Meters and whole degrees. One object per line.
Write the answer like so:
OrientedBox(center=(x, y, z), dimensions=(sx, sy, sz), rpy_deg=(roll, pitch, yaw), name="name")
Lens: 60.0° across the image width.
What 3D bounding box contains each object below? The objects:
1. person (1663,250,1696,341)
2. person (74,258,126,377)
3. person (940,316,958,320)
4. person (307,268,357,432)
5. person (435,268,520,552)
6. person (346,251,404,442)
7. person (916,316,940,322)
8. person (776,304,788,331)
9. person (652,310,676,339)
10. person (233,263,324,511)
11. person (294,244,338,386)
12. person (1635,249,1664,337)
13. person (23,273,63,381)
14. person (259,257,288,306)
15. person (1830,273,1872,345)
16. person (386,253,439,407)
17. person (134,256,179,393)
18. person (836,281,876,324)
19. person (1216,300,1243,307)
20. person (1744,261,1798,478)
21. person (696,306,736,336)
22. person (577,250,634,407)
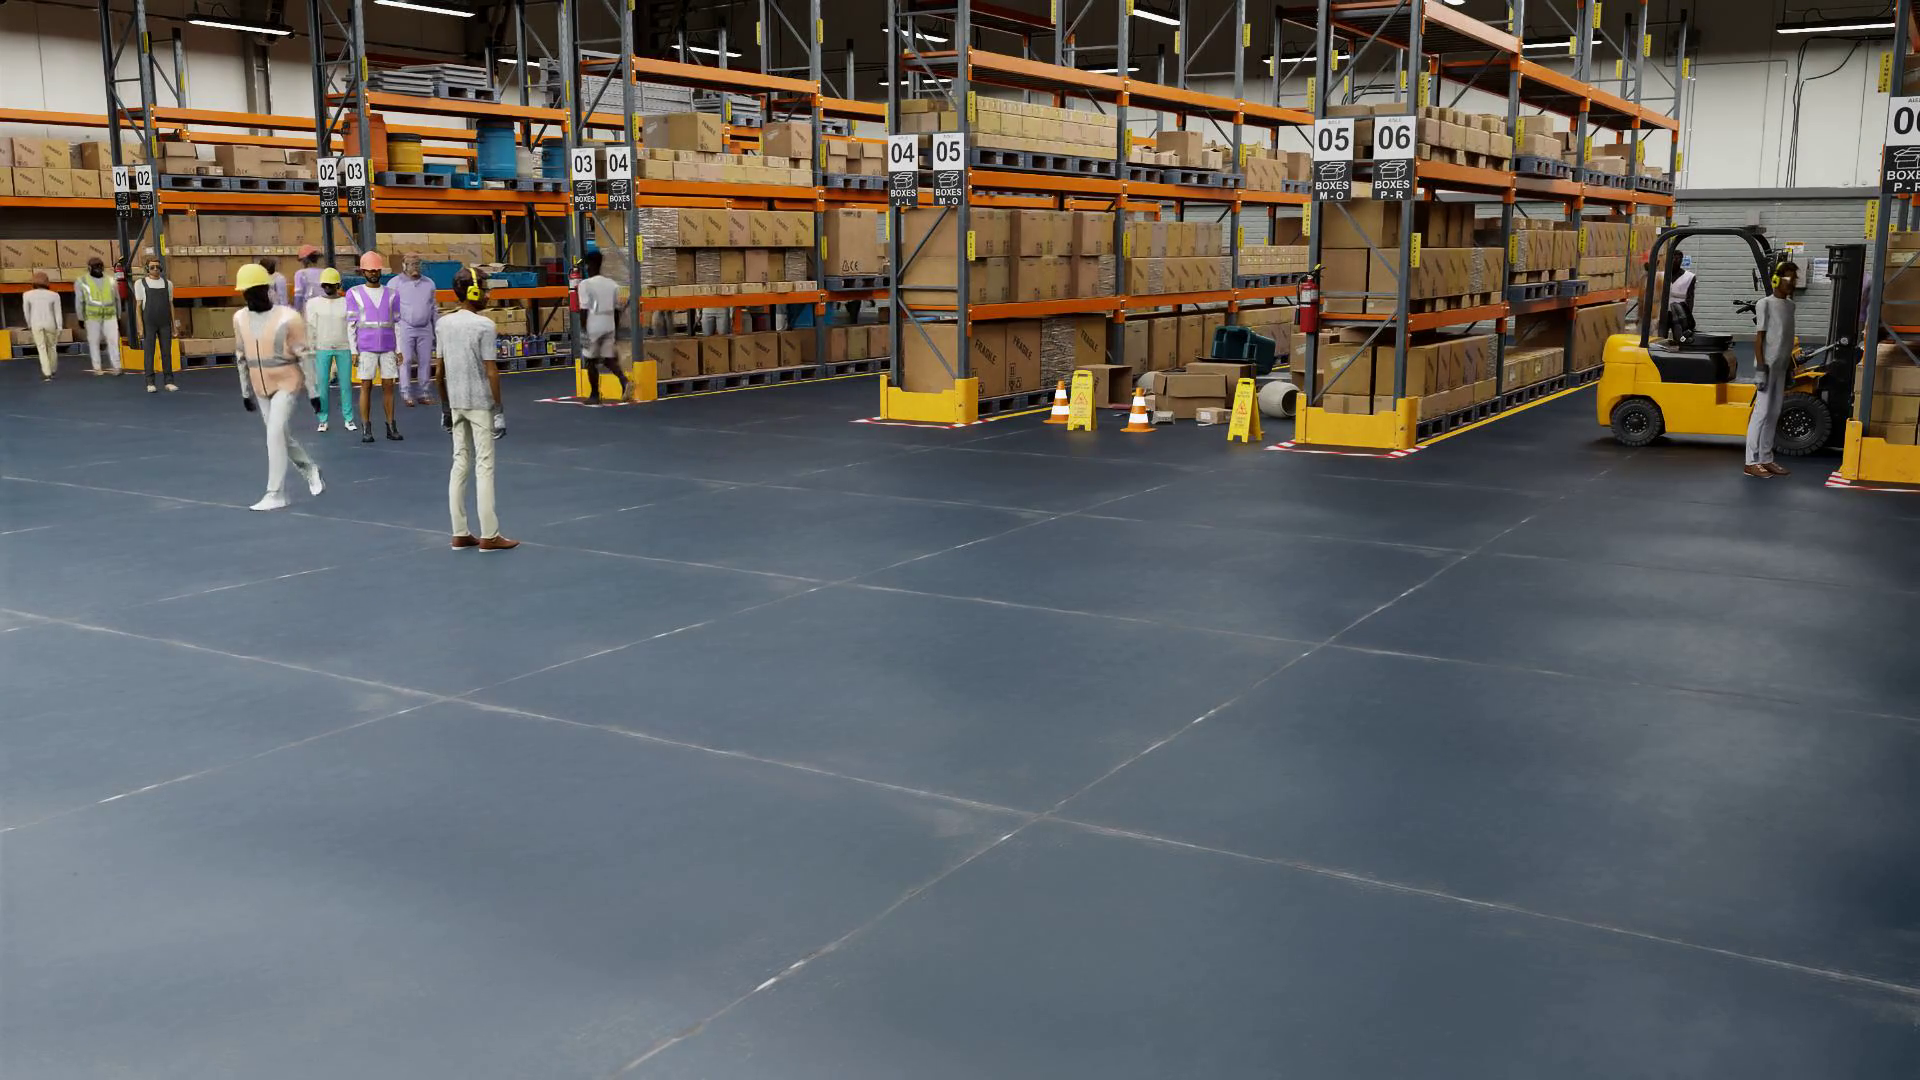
OrientedBox(center=(10.806, -3.423, 25.226), dimensions=(0.612, 1.914, 0.394), rpy_deg=(8, 13, 38), name="person")
OrientedBox(center=(-13.020, -3.363, 25.212), dimensions=(0.665, 1.791, 0.937), rpy_deg=(-8, 13, -39), name="person")
OrientedBox(center=(-0.037, -3.014, 22.600), dimensions=(0.606, 2.035, 0.403), rpy_deg=(6, 12, 32), name="person")
OrientedBox(center=(-6.753, -2.047, 17.945), dimensions=(0.523, 1.762, 0.329), rpy_deg=(-5, 11, -24), name="person")
OrientedBox(center=(-3.209, -0.851, 10.961), dimensions=(0.516, 1.863, 0.325), rpy_deg=(5, 11, 26), name="person")
OrientedBox(center=(-5.967, -1.971, 17.016), dimensions=(0.545, 1.938, 0.361), rpy_deg=(-7, 12, -34), name="person")
OrientedBox(center=(-0.485, -3.359, 25.496), dimensions=(0.547, 1.684, 0.405), rpy_deg=(6, 12, 32), name="person")
OrientedBox(center=(-3.090, -3.801, 28.111), dimensions=(0.500, 1.636, 0.279), rpy_deg=(9, 13, 41), name="person")
OrientedBox(center=(-5.621, -4.359, 31.276), dimensions=(0.549, 1.604, 0.710), rpy_deg=(7, 12, 34), name="person")
OrientedBox(center=(-5.251, -1.202, 12.891), dimensions=(0.630, 1.883, 0.881), rpy_deg=(3, 11, 18), name="person")
OrientedBox(center=(-9.029, -3.160, 23.481), dimensions=(0.757, 2.009, 0.646), rpy_deg=(6, 12, 29), name="person")
OrientedBox(center=(10.210, -3.333, 24.655), dimensions=(0.378, 1.932, 0.551), rpy_deg=(-3, 11, -19), name="person")
OrientedBox(center=(-13.564, -3.155, 24.623), dimensions=(0.500, 1.582, 0.856), rpy_deg=(-6, 12, -30), name="person")
OrientedBox(center=(-11.150, -3.704, 27.110), dimensions=(0.639, 1.810, 0.920), rpy_deg=(8, 13, 38), name="person")
OrientedBox(center=(12.762, -3.174, 23.824), dimensions=(0.581, 1.919, 0.405), rpy_deg=(5, 11, 26), name="person")
OrientedBox(center=(-6.824, -2.609, 20.792), dimensions=(0.705, 1.911, 0.533), rpy_deg=(-8, 13, -39), name="person")
OrientedBox(center=(-10.947, -2.937, 22.687), dimensions=(0.504, 1.847, 0.344), rpy_deg=(-10, 14, -43), name="person")
OrientedBox(center=(-1.942, -4.503, 31.203), dimensions=(0.622, 1.929, 1.038), rpy_deg=(7, 13, 36), name="person")
OrientedBox(center=(5.187, -4.503, 31.870), dimensions=(0.497, 1.692, 0.927), rpy_deg=(8, 13, 38), name="person")
OrientedBox(center=(7.089, -1.481, 14.461), dimensions=(0.512, 1.874, 0.328), rpy_deg=(-7, 12, -34), name="person")
OrientedBox(center=(-3.690, -3.418, 25.157), dimensions=(0.629, 1.932, 0.370), rpy_deg=(1, 10, 3), name="person")
OrientedBox(center=(-4.393, -2.593, 20.493), dimensions=(0.660, 1.949, 0.617), rpy_deg=(7, 12, 36), name="person")
